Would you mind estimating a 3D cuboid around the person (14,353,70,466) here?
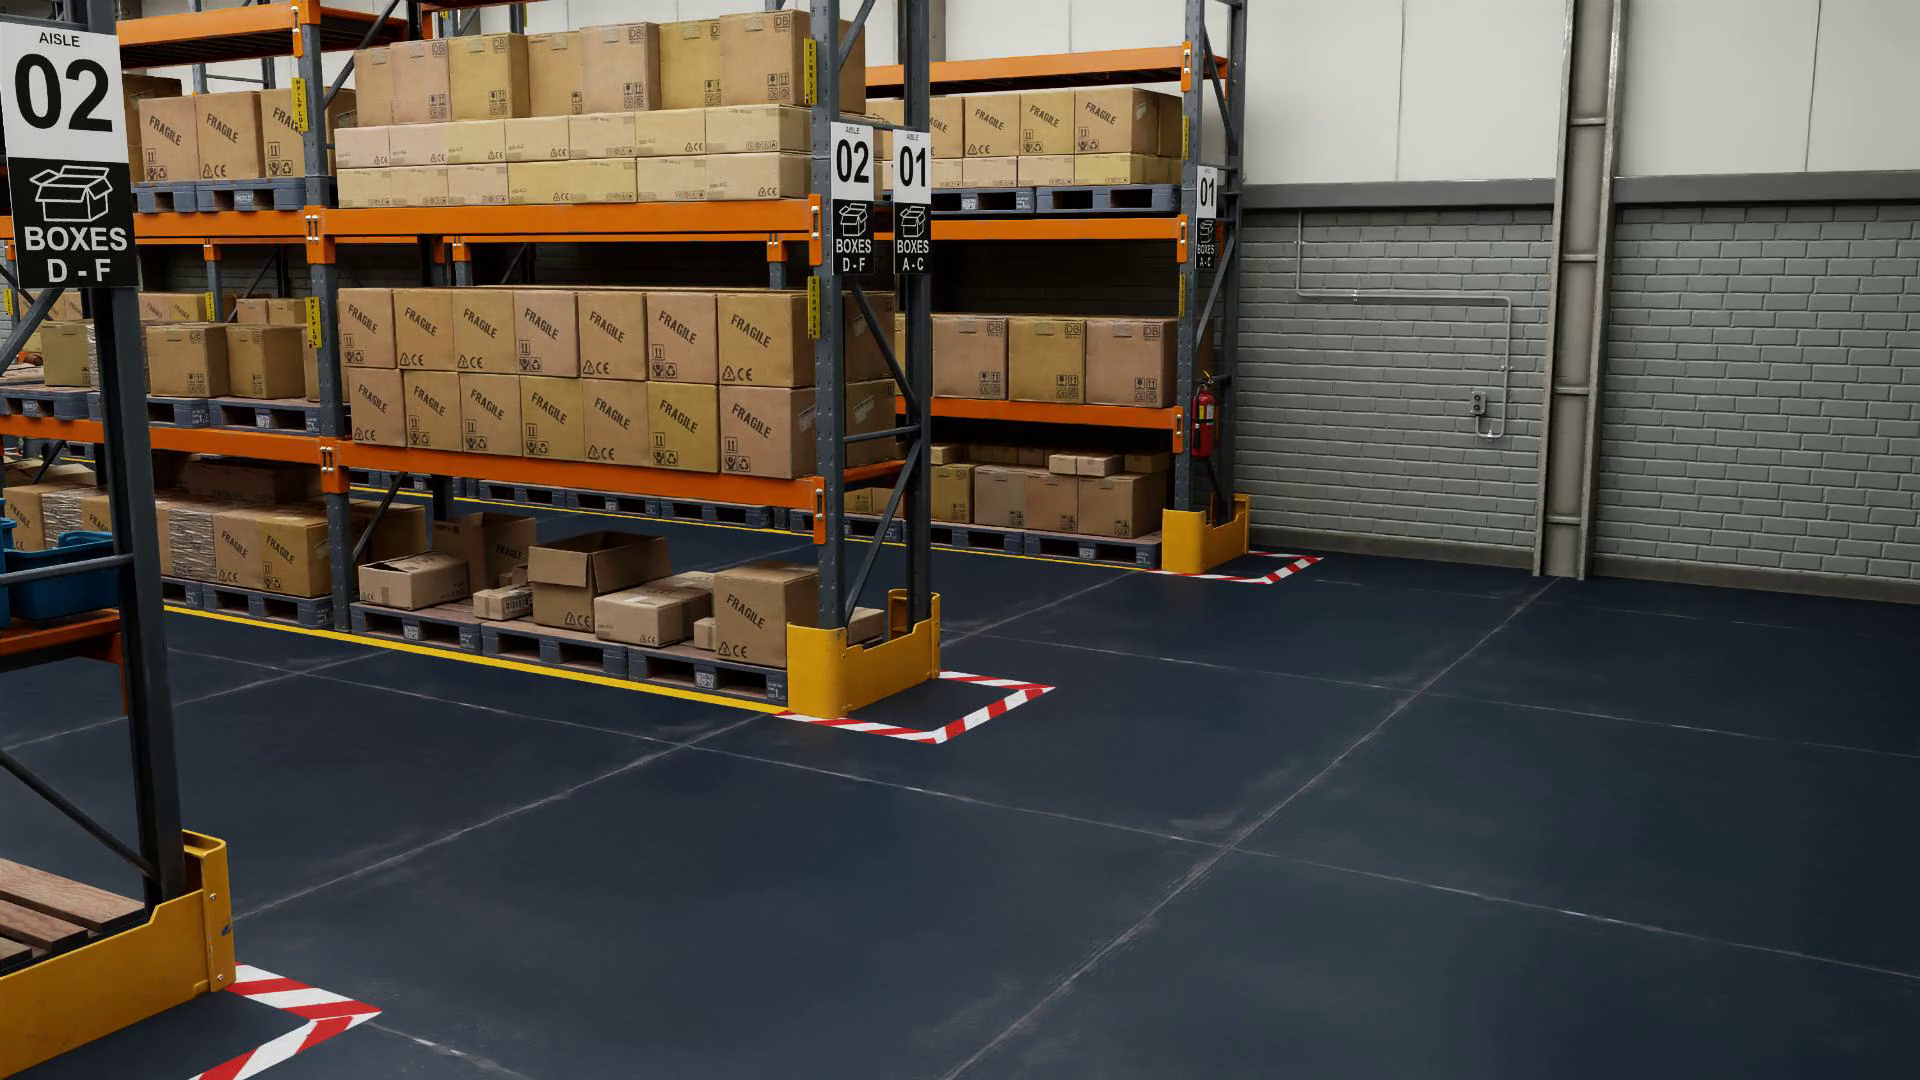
[{"bbox_3d":[-8.638,-0.941,15.639,0.279,1.633,0.500,6,12,32],"label":"person"}]
